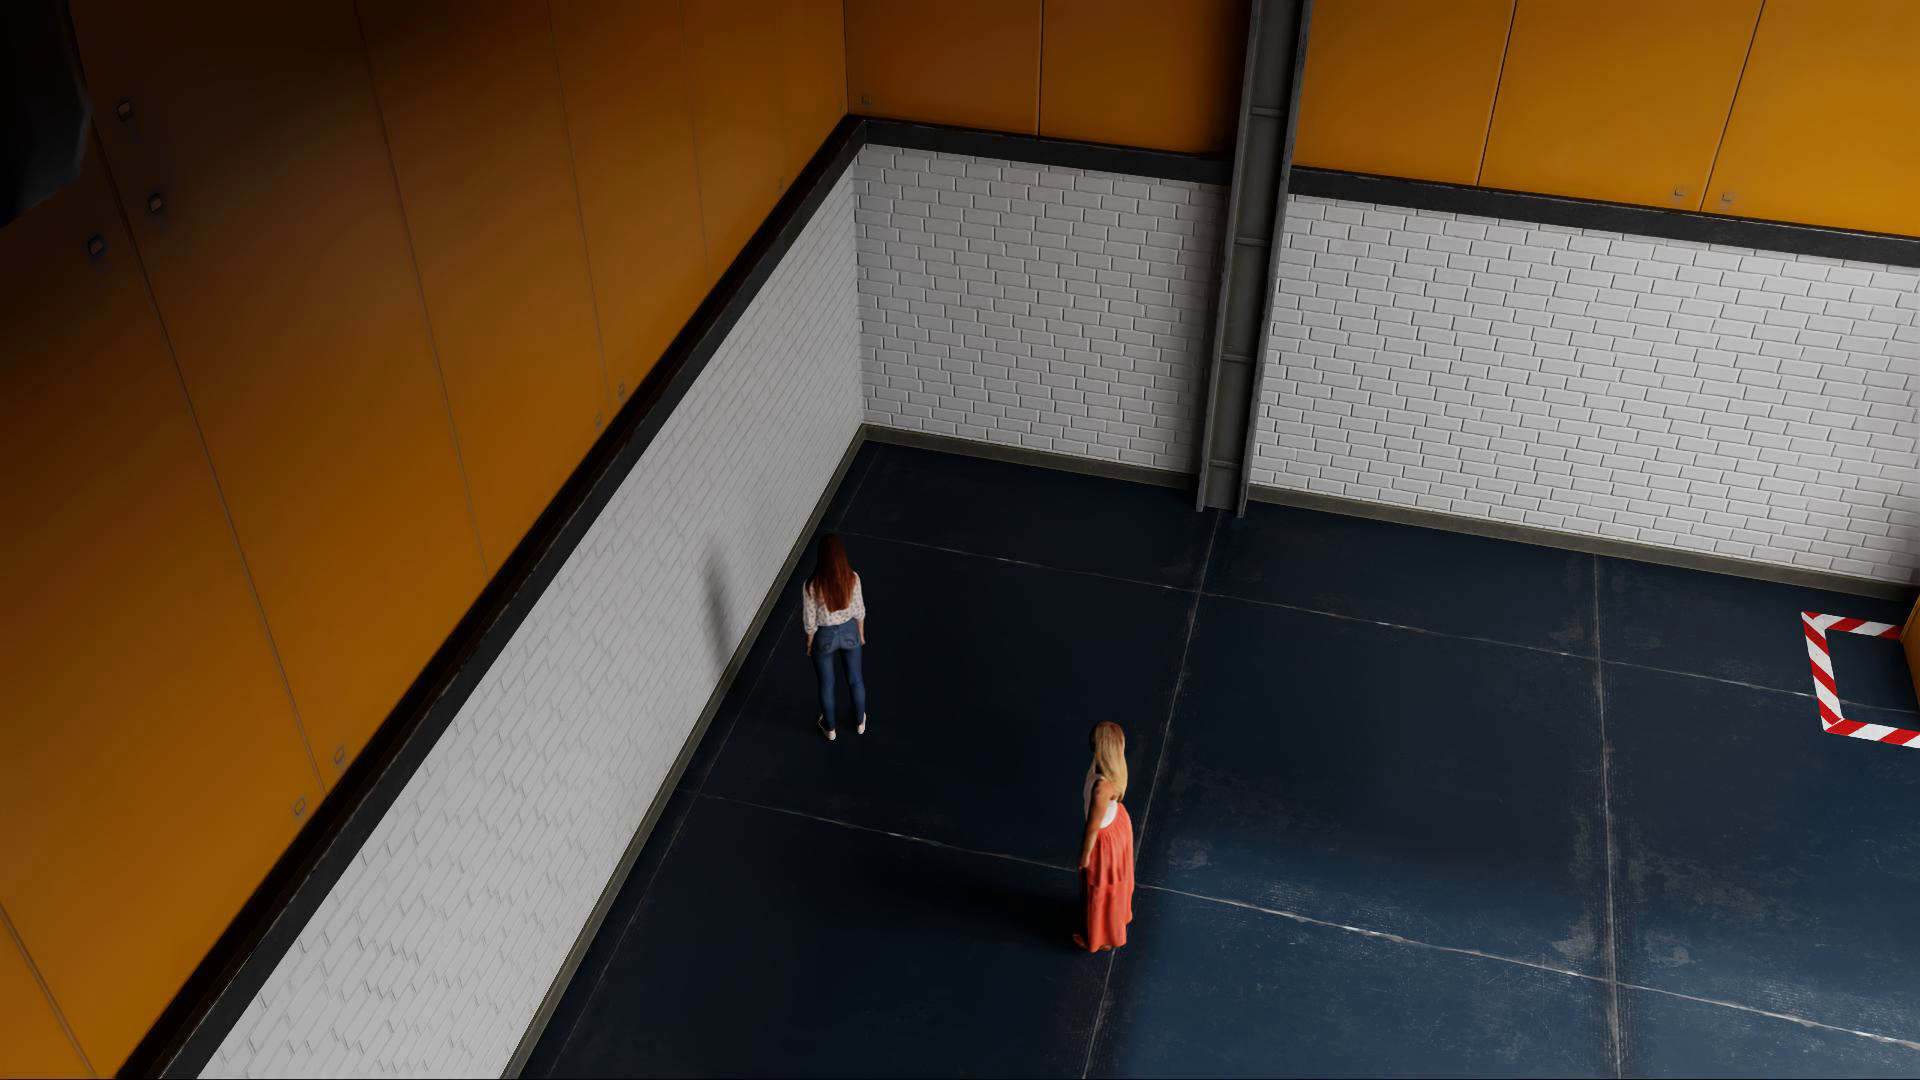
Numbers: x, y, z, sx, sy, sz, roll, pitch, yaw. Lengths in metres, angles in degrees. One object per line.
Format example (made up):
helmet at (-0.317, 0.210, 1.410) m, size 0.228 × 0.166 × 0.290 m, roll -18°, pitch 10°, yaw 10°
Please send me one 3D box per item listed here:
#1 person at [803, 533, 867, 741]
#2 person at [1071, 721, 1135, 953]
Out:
person at (-0.850, 0.659, 11.325) m, size 0.600 × 1.728 × 0.713 m, roll -10°, pitch 40°, yaw -13°
person at (0.862, 1.757, 9.892) m, size 0.553 × 1.801 × 0.599 m, roll 9°, pitch 40°, yaw 11°
